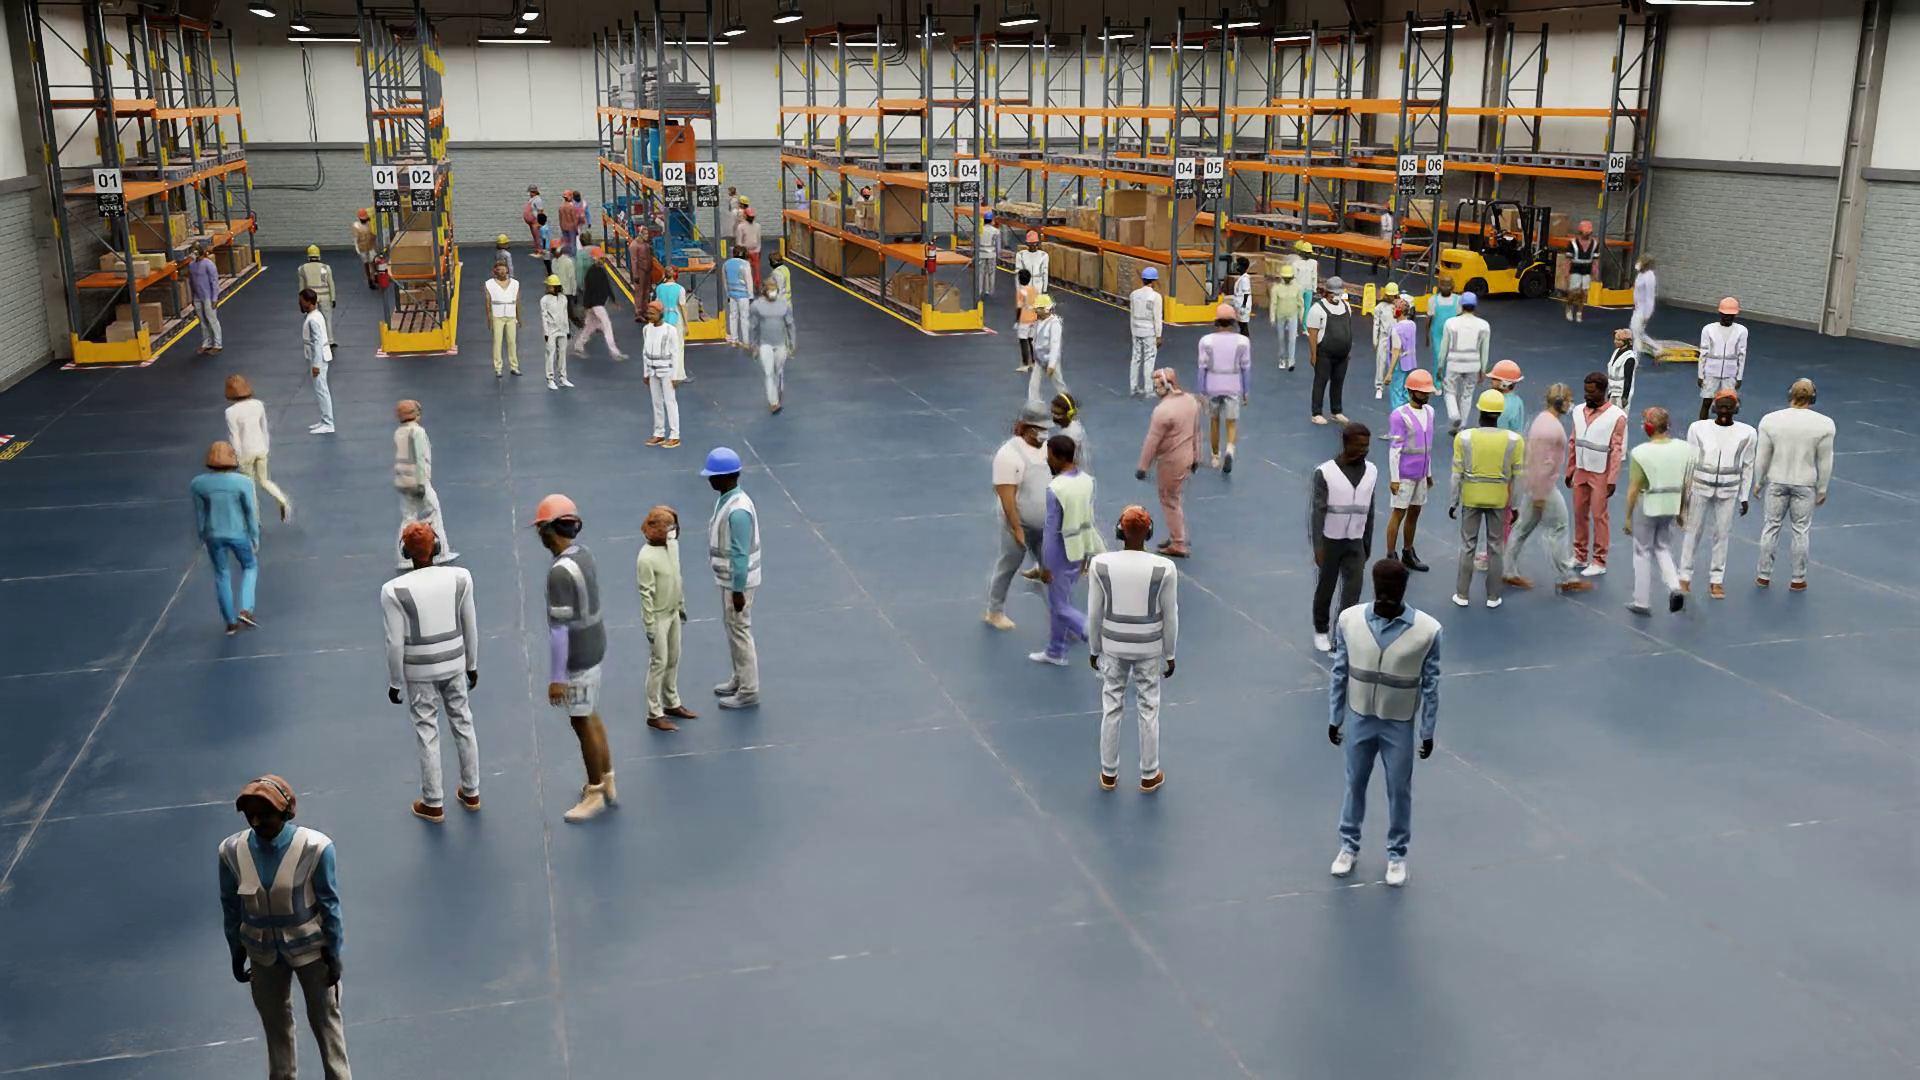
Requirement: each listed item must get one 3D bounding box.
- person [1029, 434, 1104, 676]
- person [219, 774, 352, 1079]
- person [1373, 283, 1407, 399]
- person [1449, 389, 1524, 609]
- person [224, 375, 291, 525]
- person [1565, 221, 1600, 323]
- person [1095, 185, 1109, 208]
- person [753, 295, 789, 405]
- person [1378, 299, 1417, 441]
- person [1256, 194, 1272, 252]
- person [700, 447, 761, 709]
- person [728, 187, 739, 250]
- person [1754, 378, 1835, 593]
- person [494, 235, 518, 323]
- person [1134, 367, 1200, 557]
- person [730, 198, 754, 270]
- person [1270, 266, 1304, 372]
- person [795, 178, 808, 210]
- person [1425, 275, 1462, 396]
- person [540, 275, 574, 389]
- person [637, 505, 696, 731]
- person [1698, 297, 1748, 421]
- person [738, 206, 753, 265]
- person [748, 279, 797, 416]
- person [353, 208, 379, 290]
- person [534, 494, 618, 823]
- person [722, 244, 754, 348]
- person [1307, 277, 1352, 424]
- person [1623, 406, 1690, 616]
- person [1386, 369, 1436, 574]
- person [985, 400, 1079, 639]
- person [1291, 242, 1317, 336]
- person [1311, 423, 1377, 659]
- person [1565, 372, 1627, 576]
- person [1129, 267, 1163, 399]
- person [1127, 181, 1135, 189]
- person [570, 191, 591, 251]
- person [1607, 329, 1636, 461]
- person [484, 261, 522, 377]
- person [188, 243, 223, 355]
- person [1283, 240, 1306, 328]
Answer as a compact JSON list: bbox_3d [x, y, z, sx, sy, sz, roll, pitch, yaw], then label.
[{"bbox_3d":[0.869,0.119,12.787,0.776,1.895,0.595,8,17,29],"label":"person"},{"bbox_3d":[-2.866,1.763,7.094,0.508,1.629,0.317,0,15,1],"label":"person"},{"bbox_3d":[6.357,-2.943,24.610,0.494,1.729,0.324,1,15,4],"label":"person"},{"bbox_3d":[4.562,-0.351,14.466,0.594,1.929,0.352,3,15,13],"label":"person"},{"bbox_3d":[-7.205,-0.881,17.043,0.553,1.621,0.528,7,16,24],"label":"person"},{"bbox_3d":[12.289,-5.288,32.871,0.621,2.023,0.510,1,15,3],"label":"person"},{"bbox_3d":[4.176,-9.273,48.006,0.614,1.946,0.390,-2,15,-9],"label":"person"},{"bbox_3d":[-2.755,-2.742,24.070,0.539,1.605,0.377,2,15,8],"label":"person"},{"bbox_3d":[5.713,-2.205,21.604,0.389,1.847,0.563,11,18,35],"label":"person"},{"bbox_3d":[8.810,-9.286,48.138,0.408,1.906,0.653,-5,16,-17],"label":"person"},{"bbox_3d":[-1.656,0.271,12.125,0.418,1.938,0.616,-4,15,-15],"label":"person"},{"bbox_3d":[-6.646,-9.473,48.980,0.348,1.839,0.503,1,15,5],"label":"person"},{"bbox_3d":[7.483,-0.491,14.981,0.627,1.940,0.371,9,17,30],"label":"person"},{"bbox_3d":[-8.995,-5.166,32.944,0.487,1.746,0.286,11,18,35],"label":"person"},{"bbox_3d":[1.987,-0.744,16.069,0.538,1.877,0.687,9,17,30],"label":"person"},{"bbox_3d":[-5.698,-7.978,43.304,0.972,1.867,0.657,12,19,37],"label":"person"},{"bbox_3d":[5.320,-3.597,27.091,0.538,1.708,0.907,3,15,10],"label":"person"},{"bbox_3d":[-4.938,-10.254,51.712,0.347,1.943,0.544,11,19,36],"label":"person"},{"bbox_3d":[7.178,-3.010,24.676,0.541,1.820,0.632,3,15,12],"label":"person"},{"bbox_3d":[-6.188,-3.196,25.535,0.297,1.744,0.487,12,19,37],"label":"person"},{"bbox_3d":[-2.086,0.541,11.703,0.278,1.622,0.511,5,16,18],"label":"person"},{"bbox_3d":[9.660,-2.115,21.116,0.544,1.930,0.388,4,15,16],"label":"person"},{"bbox_3d":[-5.745,-8.132,44.223,0.751,1.705,0.621,12,19,38],"label":"person"},{"bbox_3d":[-2.607,-2.709,23.414,0.655,1.888,0.985,-6,16,-21],"label":"person"},{"bbox_3d":[-13.794,-6.781,38.769,0.598,1.916,0.670,-3,15,-12],"label":"person"},{"bbox_3d":[-2.387,0.737,10.231,0.452,2.019,0.778,0,15,0],"label":"person"},{"bbox_3d":[-3.915,-4.341,29.667,0.621,1.838,0.429,10,18,32],"label":"person"},{"bbox_3d":[5.083,-2.598,22.714,0.686,2.000,0.535,-8,17,-27],"label":"person"},{"bbox_3d":[5.942,-0.221,14.182,0.602,1.822,0.471,-4,15,-13],"label":"person"},{"bbox_3d":[4.226,-0.631,15.509,0.552,1.937,0.356,-11,18,-35],"label":"person"},{"bbox_3d":[0.592,-0.196,13.674,0.693,2.000,0.995,-12,19,-37],"label":"person"},{"bbox_3d":[6.435,-4.681,31.100,0.527,1.759,0.344,-4,15,-15],"label":"person"},{"bbox_3d":[3.013,0.012,13.209,0.667,1.888,0.662,-5,16,-19],"label":"person"},{"bbox_3d":[5.919,-0.627,15.560,0.407,1.908,0.597,-8,17,-27],"label":"person"},{"bbox_3d":[2.783,-3.080,24.736,0.431,1.937,0.604,-12,19,-38],"label":"person"},{"bbox_3d":[5.593,-10.970,54.547,0.329,1.871,0.513,3,15,13],"label":"person"},{"bbox_3d":[-10.944,-9.108,47.740,0.656,1.789,0.993,-8,17,-28],"label":"person"},{"bbox_3d":[8.104,-1.778,20.420,0.312,1.633,0.517,0,15,1],"label":"person"},{"bbox_3d":[-7.306,-3.545,26.640,0.566,1.849,0.387,-10,18,-33],"label":"person"},{"bbox_3d":[-13.129,-4.190,28.904,0.635,1.935,0.349,8,17,27],"label":"person"},{"bbox_3d":[6.493,-4.932,32.114,0.461,1.707,0.515,-5,16,-20],"label":"person"}]
